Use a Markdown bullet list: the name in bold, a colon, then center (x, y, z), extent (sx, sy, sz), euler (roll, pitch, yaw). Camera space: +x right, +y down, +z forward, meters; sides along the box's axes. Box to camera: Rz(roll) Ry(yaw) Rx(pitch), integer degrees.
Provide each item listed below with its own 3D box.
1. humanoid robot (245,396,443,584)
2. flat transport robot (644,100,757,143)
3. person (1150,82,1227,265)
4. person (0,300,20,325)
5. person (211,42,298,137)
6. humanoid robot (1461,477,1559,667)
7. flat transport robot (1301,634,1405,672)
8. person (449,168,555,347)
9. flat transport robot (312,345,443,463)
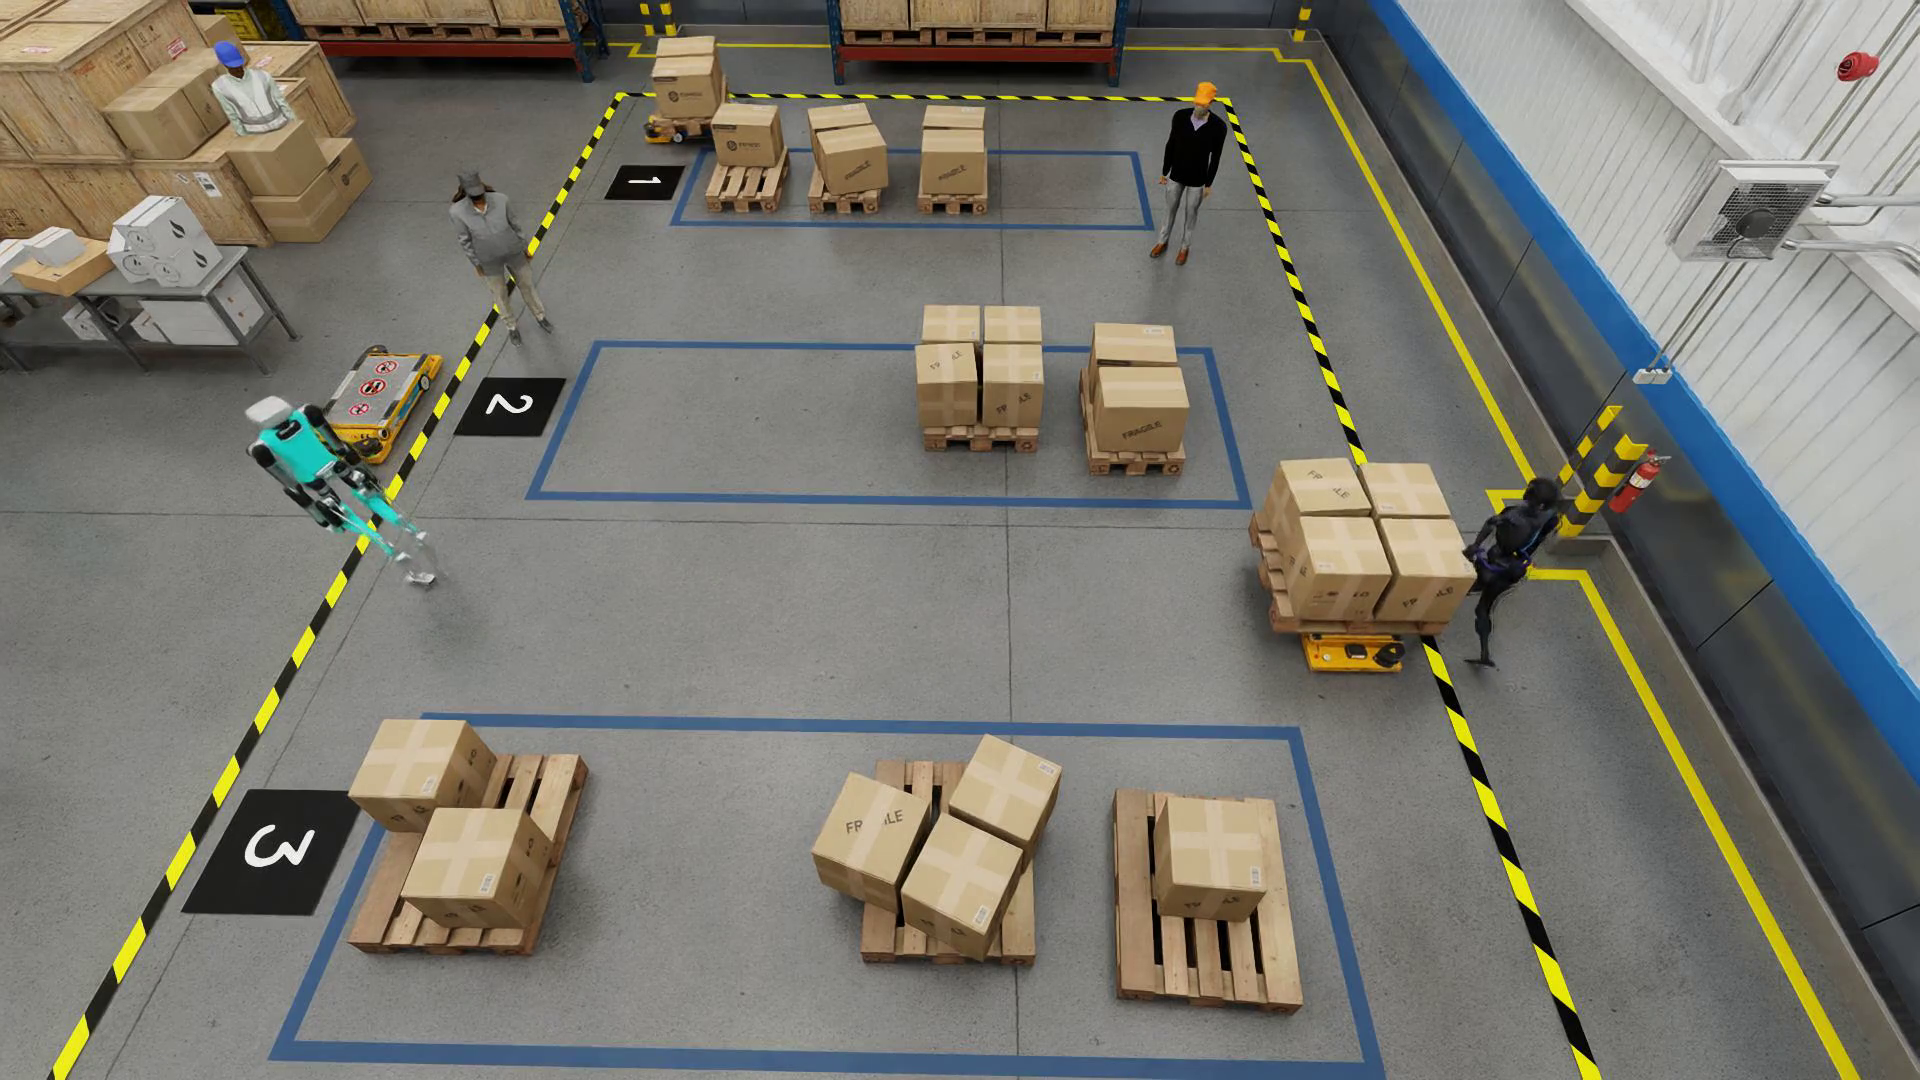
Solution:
- **humanoid robot**: center (-4.300, -0.222, 6.623), extent (0.818, 1.815, 0.543), euler (18, 52, 15)
- **flat transport robot**: center (-3.368, -5.485, 11.990), extent (1.431, 0.197, 0.652), euler (-6, 50, -5)
- **person**: center (2.364, -3.779, 9.507), extent (0.585, 1.884, 0.362), euler (24, 54, 19)
- **person**: center (-9.832, -2.909, 8.783), extent (0.635, 1.863, 0.630), euler (18, 52, 14)
- **person**: center (-7.517, -4.431, 10.029), extent (0.612, 1.933, 0.415), euler (-35, 58, -26)
- **humanoid robot**: center (3.659, 0.236, 6.262), extent (0.589, 1.635, 0.684), euler (-8, 50, -7)
- **flat transport robot**: center (2.881, 0.354, 7.049), extent (0.652, 0.197, 1.431), euler (1, 50, 1)
- **person**: center (-4.339, -2.681, 8.655), extent (0.562, 1.763, 0.403), euler (-29, 55, -22)
- **flat transport robot**: center (-5.383, -1.269, 8.441), extent (0.659, 0.231, 1.431), euler (1, 50, 1)
